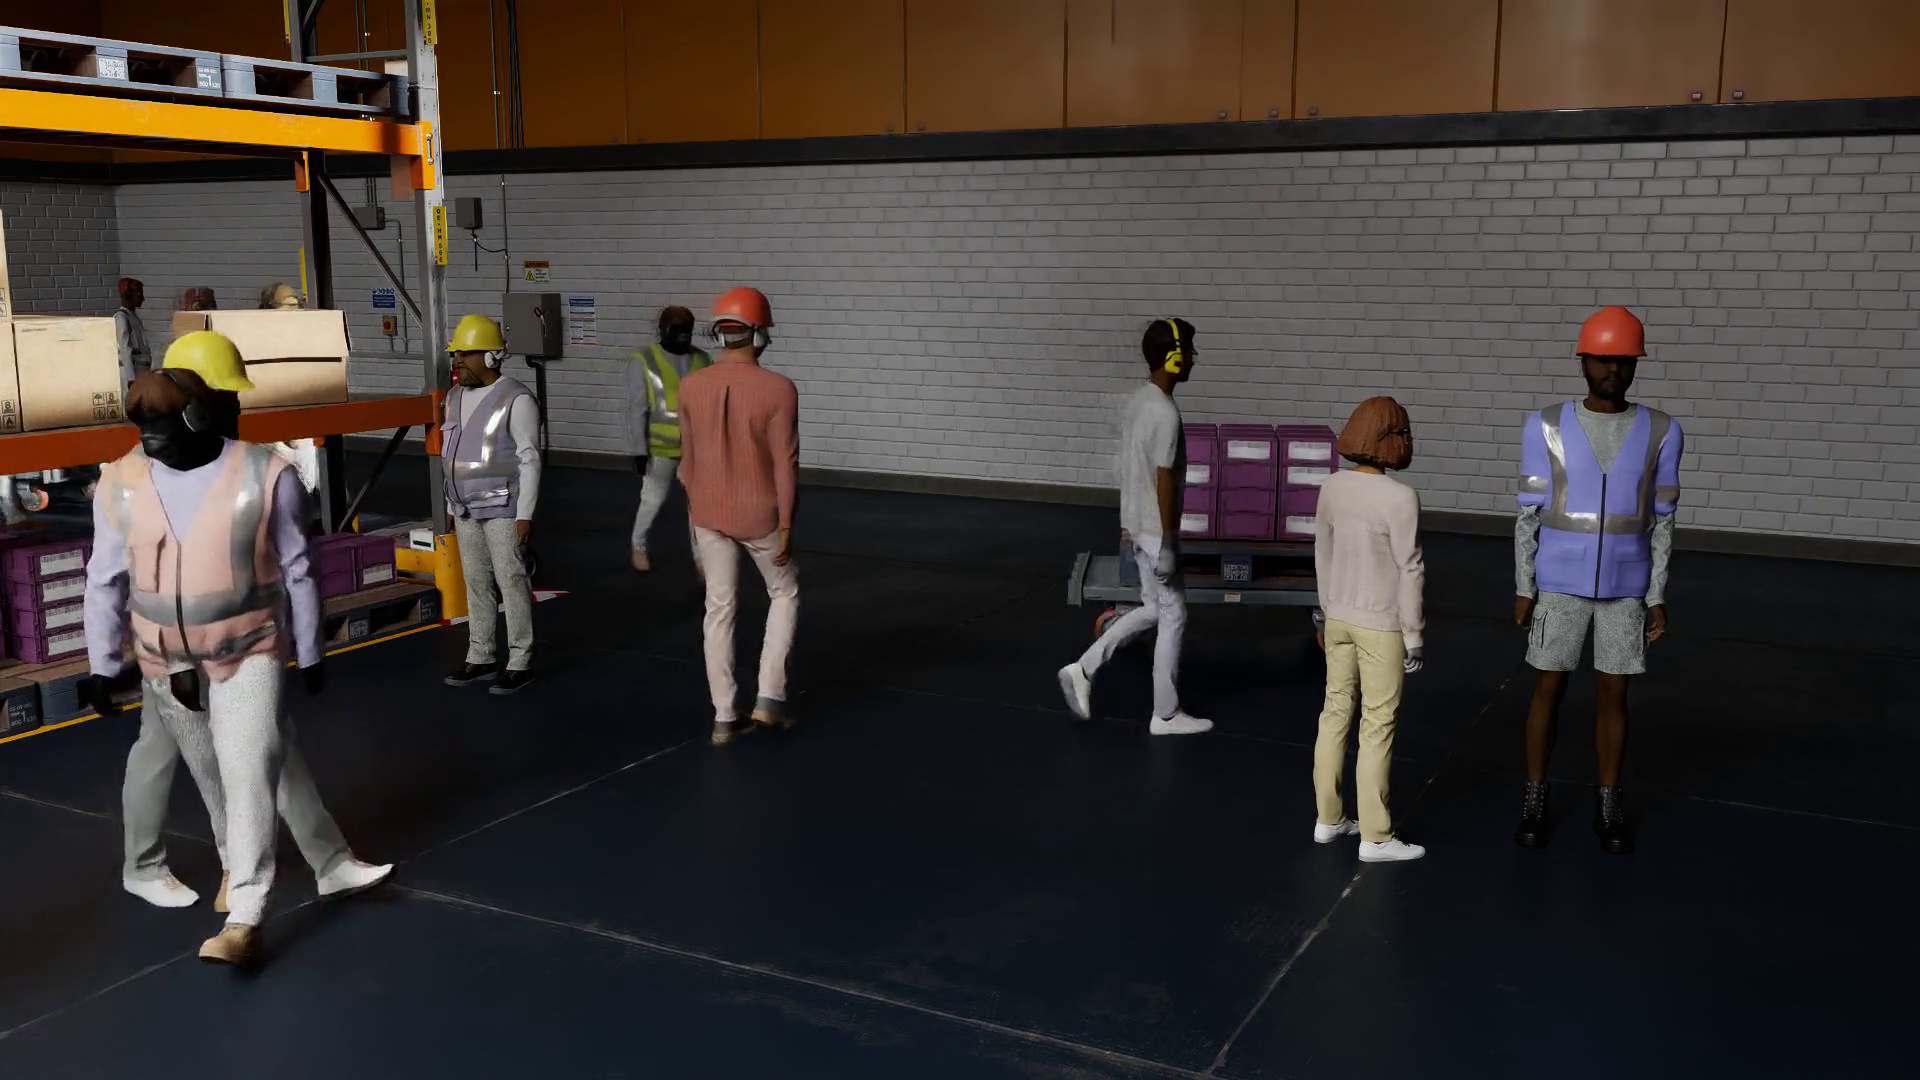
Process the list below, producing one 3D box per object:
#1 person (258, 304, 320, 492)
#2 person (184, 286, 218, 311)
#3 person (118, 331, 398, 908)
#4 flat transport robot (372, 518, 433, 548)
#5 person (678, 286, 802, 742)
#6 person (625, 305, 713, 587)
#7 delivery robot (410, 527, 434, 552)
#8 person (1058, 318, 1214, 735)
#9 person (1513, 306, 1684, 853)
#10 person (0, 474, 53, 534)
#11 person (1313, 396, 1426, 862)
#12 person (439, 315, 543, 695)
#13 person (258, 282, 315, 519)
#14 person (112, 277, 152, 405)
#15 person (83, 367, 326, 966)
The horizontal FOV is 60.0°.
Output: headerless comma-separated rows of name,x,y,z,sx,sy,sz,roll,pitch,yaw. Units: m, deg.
person,-4.715,-0.766,11.571,0.963,1.805,0.554,-3,10,-15
person,-5.906,-1.019,12.864,0.855,1.875,0.648,-4,11,-23
person,-2.335,0.289,5.265,0.986,1.873,0.607,4,10,20
flat transport robot,-3.710,0.048,11.312,0.652,0.197,1.431,3,10,17
person,-0.942,-0.108,7.275,0.613,1.975,0.522,3,10,18
person,-1.887,-0.627,10.810,0.625,1.802,0.928,-7,12,-35
delivery robot,-3.089,0.005,10.472,0.477,0.478,0.707,7,12,37
person,0.797,-0.039,7.245,0.616,1.855,0.544,-3,10,-14
person,2.249,0.147,5.909,0.545,1.943,0.347,2,10,13
person,-7.400,-0.937,12.358,0.929,1.896,0.650,-6,12,-32
person,1.443,0.311,5.855,0.282,1.633,0.500,-5,11,-28
person,-2.292,-0.170,8.059,0.601,1.831,0.404,6,12,33
person,-4.534,-0.758,11.182,0.445,1.930,0.652,1,10,6
person,-8.054,-1.607,16.229,0.355,1.886,0.573,-3,10,-19
person,-2.306,0.371,5.080,0.634,1.779,0.960,0,10,-2
